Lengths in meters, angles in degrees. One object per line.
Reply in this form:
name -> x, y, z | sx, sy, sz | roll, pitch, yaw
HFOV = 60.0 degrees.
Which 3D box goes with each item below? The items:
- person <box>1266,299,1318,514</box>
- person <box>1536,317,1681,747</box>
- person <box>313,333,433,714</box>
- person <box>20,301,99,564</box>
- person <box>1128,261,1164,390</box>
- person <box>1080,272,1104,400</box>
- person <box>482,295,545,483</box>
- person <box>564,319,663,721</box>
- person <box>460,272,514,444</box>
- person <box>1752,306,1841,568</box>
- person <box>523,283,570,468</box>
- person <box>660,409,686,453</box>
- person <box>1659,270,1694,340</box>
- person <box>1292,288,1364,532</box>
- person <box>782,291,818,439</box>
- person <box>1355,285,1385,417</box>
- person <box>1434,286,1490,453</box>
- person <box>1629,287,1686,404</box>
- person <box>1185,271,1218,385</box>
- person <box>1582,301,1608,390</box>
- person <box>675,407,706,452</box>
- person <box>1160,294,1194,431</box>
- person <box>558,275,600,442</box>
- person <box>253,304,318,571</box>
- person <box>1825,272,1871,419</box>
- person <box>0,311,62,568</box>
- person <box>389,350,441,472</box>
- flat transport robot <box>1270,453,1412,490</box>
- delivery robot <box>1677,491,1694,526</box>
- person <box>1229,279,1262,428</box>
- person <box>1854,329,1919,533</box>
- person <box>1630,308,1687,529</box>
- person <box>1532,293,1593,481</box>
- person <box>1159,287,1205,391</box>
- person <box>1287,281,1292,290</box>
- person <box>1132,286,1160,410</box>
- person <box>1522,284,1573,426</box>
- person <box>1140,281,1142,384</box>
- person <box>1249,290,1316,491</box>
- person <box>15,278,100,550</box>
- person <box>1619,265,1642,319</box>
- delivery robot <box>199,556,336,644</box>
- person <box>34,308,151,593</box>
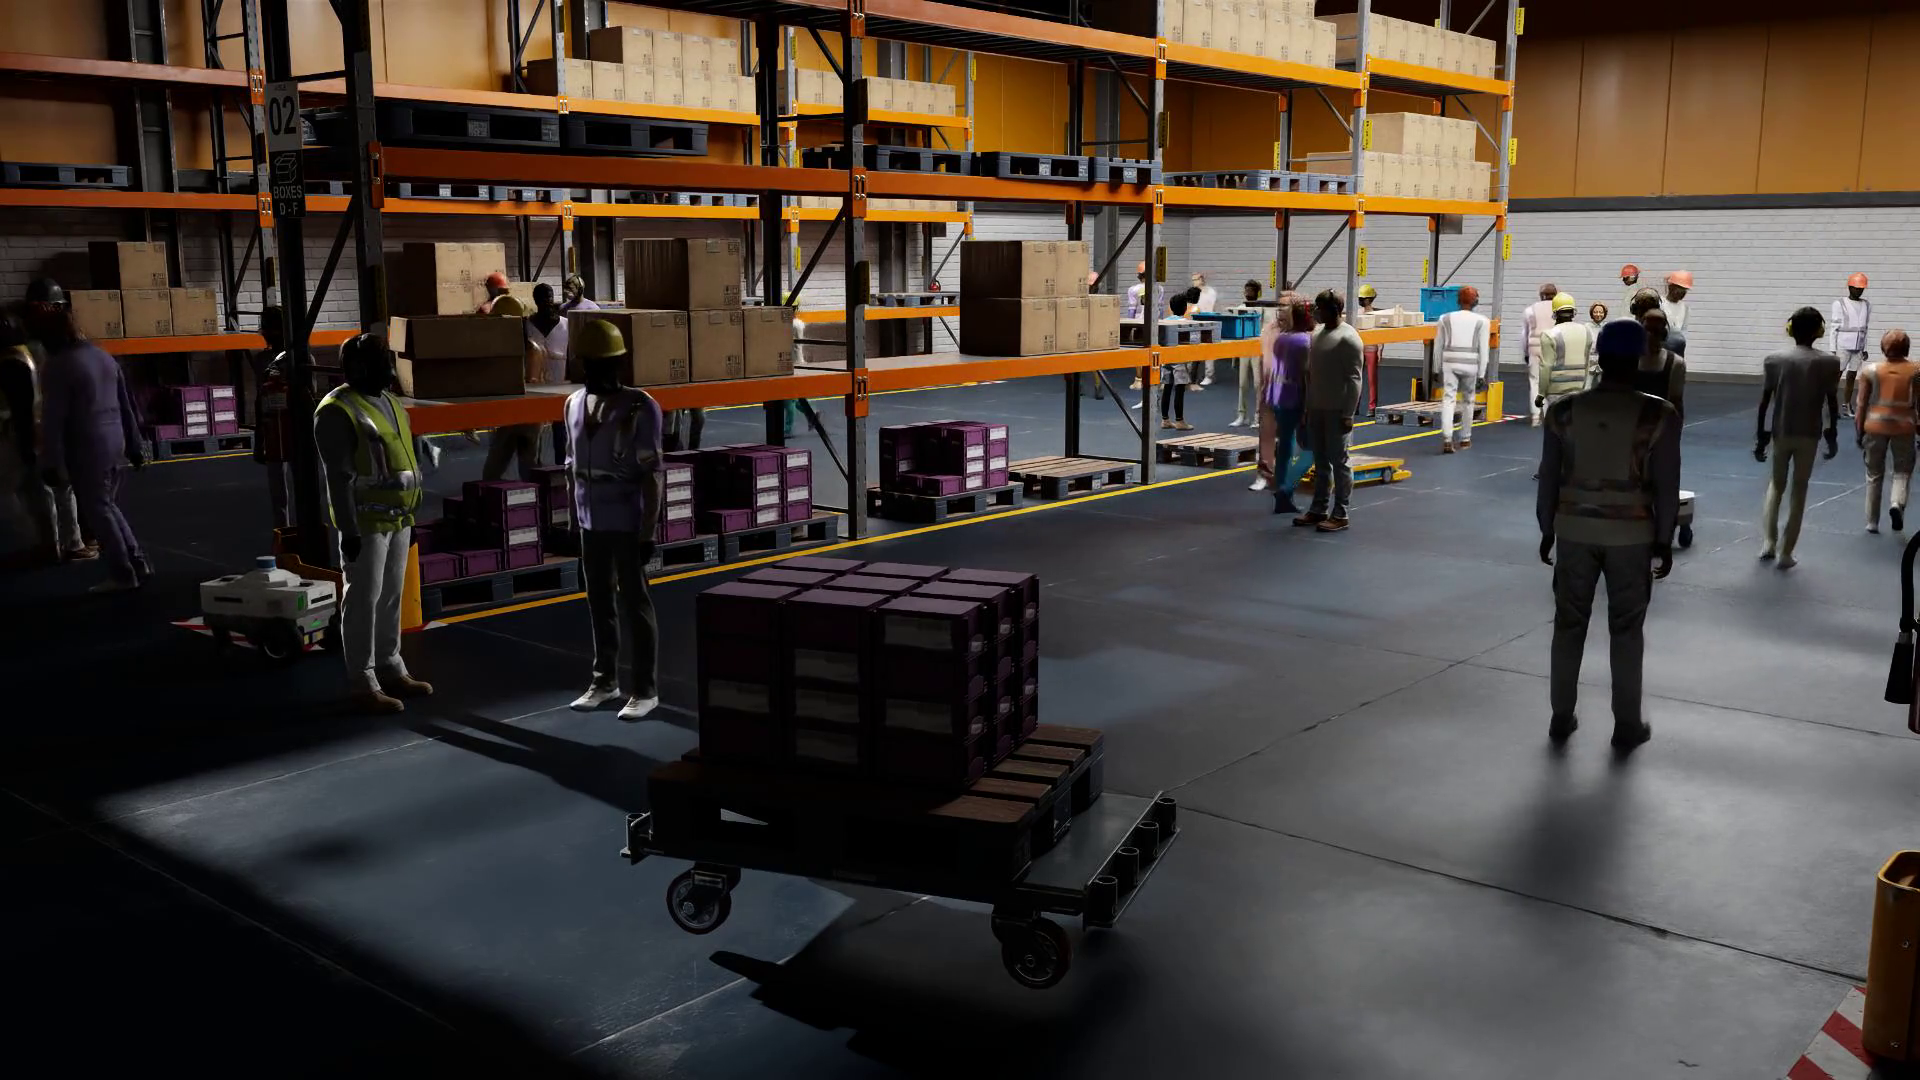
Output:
person -> 2.831, -1.117, 14.079 | 0.448, 1.824, 0.581 | -5, 11, -26
person -> 2.948, -0.037, 7.583 | 0.615, 1.945, 0.404 | 7, 12, 33
person -> -2.859, -0.087, 8.162 | 0.429, 1.847, 0.627 | 2, 10, 9
person -> -6.518, -0.759, 11.876 | 0.584, 1.882, 0.337 | 1, 10, 5
person -> 2.933, -3.400, 26.447 | 0.608, 2.048, 0.365 | -3, 10, -18
person -> 1.947, -3.081, 25.072 | 0.547, 1.904, 0.936 | -2, 10, -9
person -> -3.306, -0.846, 12.286 | 0.602, 1.909, 0.513 | 9, 13, 41
person -> -1.684, -0.096, 8.003 | 0.584, 1.919, 0.390 | 6, 12, 31
person -> -5.307, -2.021, 18.763 | 0.595, 1.983, 0.652 | 1, 10, 4
person -> 5.952, -0.729, 11.828 | 0.498, 1.846, 0.581 | 8, 13, 38
person -> -3.967, -1.493, 15.947 | 0.593, 1.922, 0.391 | -3, 10, -17
person -> -2.522, -1.260, 14.582 | 0.368, 1.933, 0.552 | 1, 10, 8
person -> 8.153, -2.147, 19.430 | 0.690, 2.000, 0.690 | -3, 11, -18
person -> 2.958, -1.033, 13.287 | 0.379, 1.937, 0.629 | -4, 11, -20
person -> -1.964, -2.070, 19.723 | 0.546, 1.754, 0.528 | -6, 11, -30
person -> 5.432, -2.526, 22.279 | 0.526, 1.765, 0.329 | 9, 13, 41
person -> 5.528, -1.882, 18.383 | 0.588, 1.852, 0.933 | 4, 11, 21
person -> 5.481, -1.058, 13.421 | 0.629, 1.940, 0.378 | 2, 10, 12
person -> 3.871, -3.455, 27.262 | 0.858, 1.866, 0.633 | -8, 13, -39
person -> 7.541, -2.012, 19.736 | 0.509, 1.629, 0.314 | 3, 10, 16
person -> -2.826, -1.618, 16.948 | 0.609, 1.823, 0.420 | -3, 10, -16
person -> 2.686, -2.203, 20.639 | 0.321, 1.693, 0.530 | -7, 12, -33
person -> -4.418, -2.089, 19.288 | 0.636, 1.938, 0.358 | 6, 11, 29
person -> -4.692, -0.693, 11.543 | 0.507, 1.872, 0.329 | 2, 10, 14
person -> 11.740, -2.549, 21.922 | 0.550, 1.933, 0.374 | -2, 10, -9
person -> -6.657, -0.700, 11.716 | 0.492, 1.817, 0.712 | -4, 11, -21
person -> -5.288, -1.373, 16.154 | 0.511, 1.613, 0.589 | 5, 11, 26
flat transport robot -> 3.637, -0.664, 15.921 | 1.431, 0.197, 0.652 | -9, 13, -40
delivery robot -> 5.186, -0.249, 12.484 | 0.707, 0.478, 0.477 | -7, 12, -35
person -> 3.659, -2.334, 20.899 | 0.533, 1.864, 0.310 | 7, 12, 35
person -> 7.319, -0.843, 13.083 | 0.527, 1.621, 0.428 | 5, 11, 28
person -> 4.838, -0.727, 11.828 | 0.556, 1.833, 0.427 | 4, 11, 23
person -> 5.786, -1.461, 16.032 | 0.591, 1.828, 0.404 | -4, 11, -22
person -> 3.495, -3.149, 26.156 | 0.646, 1.660, 0.588 | -9, 13, -41
person -> 6.111, -4.046, 31.276 | 0.308, 1.645, 0.514 | -2, 10, -12
person -> 2.610, -2.671, 23.162 | 0.295, 1.744, 0.489 | -3, 11, -19
person -> 7.530, -2.369, 21.307 | 0.638, 1.789, 0.888 | 5, 11, 26
person -> 3.132, -3.563, 27.620 | 0.377, 1.957, 0.612 | -1, 10, -6
person -> 3.105, -1.415, 15.656 | 0.652, 1.875, 0.927 | 9, 14, 42
person -> -6.724, -0.924, 12.369 | 0.682, 2.000, 0.536 | 0, 10, 0
person -> 10.729, -3.409, 26.677 | 0.394, 1.985, 0.608 | 2, 10, 14
delivery robot -> -3.818, 0.333, 9.174 | 0.707, 0.478, 0.477 | 3, 10, 17
person -> -5.663, -0.567, 10.826 | 0.510, 1.868, 0.668 | 1, 10, 4
